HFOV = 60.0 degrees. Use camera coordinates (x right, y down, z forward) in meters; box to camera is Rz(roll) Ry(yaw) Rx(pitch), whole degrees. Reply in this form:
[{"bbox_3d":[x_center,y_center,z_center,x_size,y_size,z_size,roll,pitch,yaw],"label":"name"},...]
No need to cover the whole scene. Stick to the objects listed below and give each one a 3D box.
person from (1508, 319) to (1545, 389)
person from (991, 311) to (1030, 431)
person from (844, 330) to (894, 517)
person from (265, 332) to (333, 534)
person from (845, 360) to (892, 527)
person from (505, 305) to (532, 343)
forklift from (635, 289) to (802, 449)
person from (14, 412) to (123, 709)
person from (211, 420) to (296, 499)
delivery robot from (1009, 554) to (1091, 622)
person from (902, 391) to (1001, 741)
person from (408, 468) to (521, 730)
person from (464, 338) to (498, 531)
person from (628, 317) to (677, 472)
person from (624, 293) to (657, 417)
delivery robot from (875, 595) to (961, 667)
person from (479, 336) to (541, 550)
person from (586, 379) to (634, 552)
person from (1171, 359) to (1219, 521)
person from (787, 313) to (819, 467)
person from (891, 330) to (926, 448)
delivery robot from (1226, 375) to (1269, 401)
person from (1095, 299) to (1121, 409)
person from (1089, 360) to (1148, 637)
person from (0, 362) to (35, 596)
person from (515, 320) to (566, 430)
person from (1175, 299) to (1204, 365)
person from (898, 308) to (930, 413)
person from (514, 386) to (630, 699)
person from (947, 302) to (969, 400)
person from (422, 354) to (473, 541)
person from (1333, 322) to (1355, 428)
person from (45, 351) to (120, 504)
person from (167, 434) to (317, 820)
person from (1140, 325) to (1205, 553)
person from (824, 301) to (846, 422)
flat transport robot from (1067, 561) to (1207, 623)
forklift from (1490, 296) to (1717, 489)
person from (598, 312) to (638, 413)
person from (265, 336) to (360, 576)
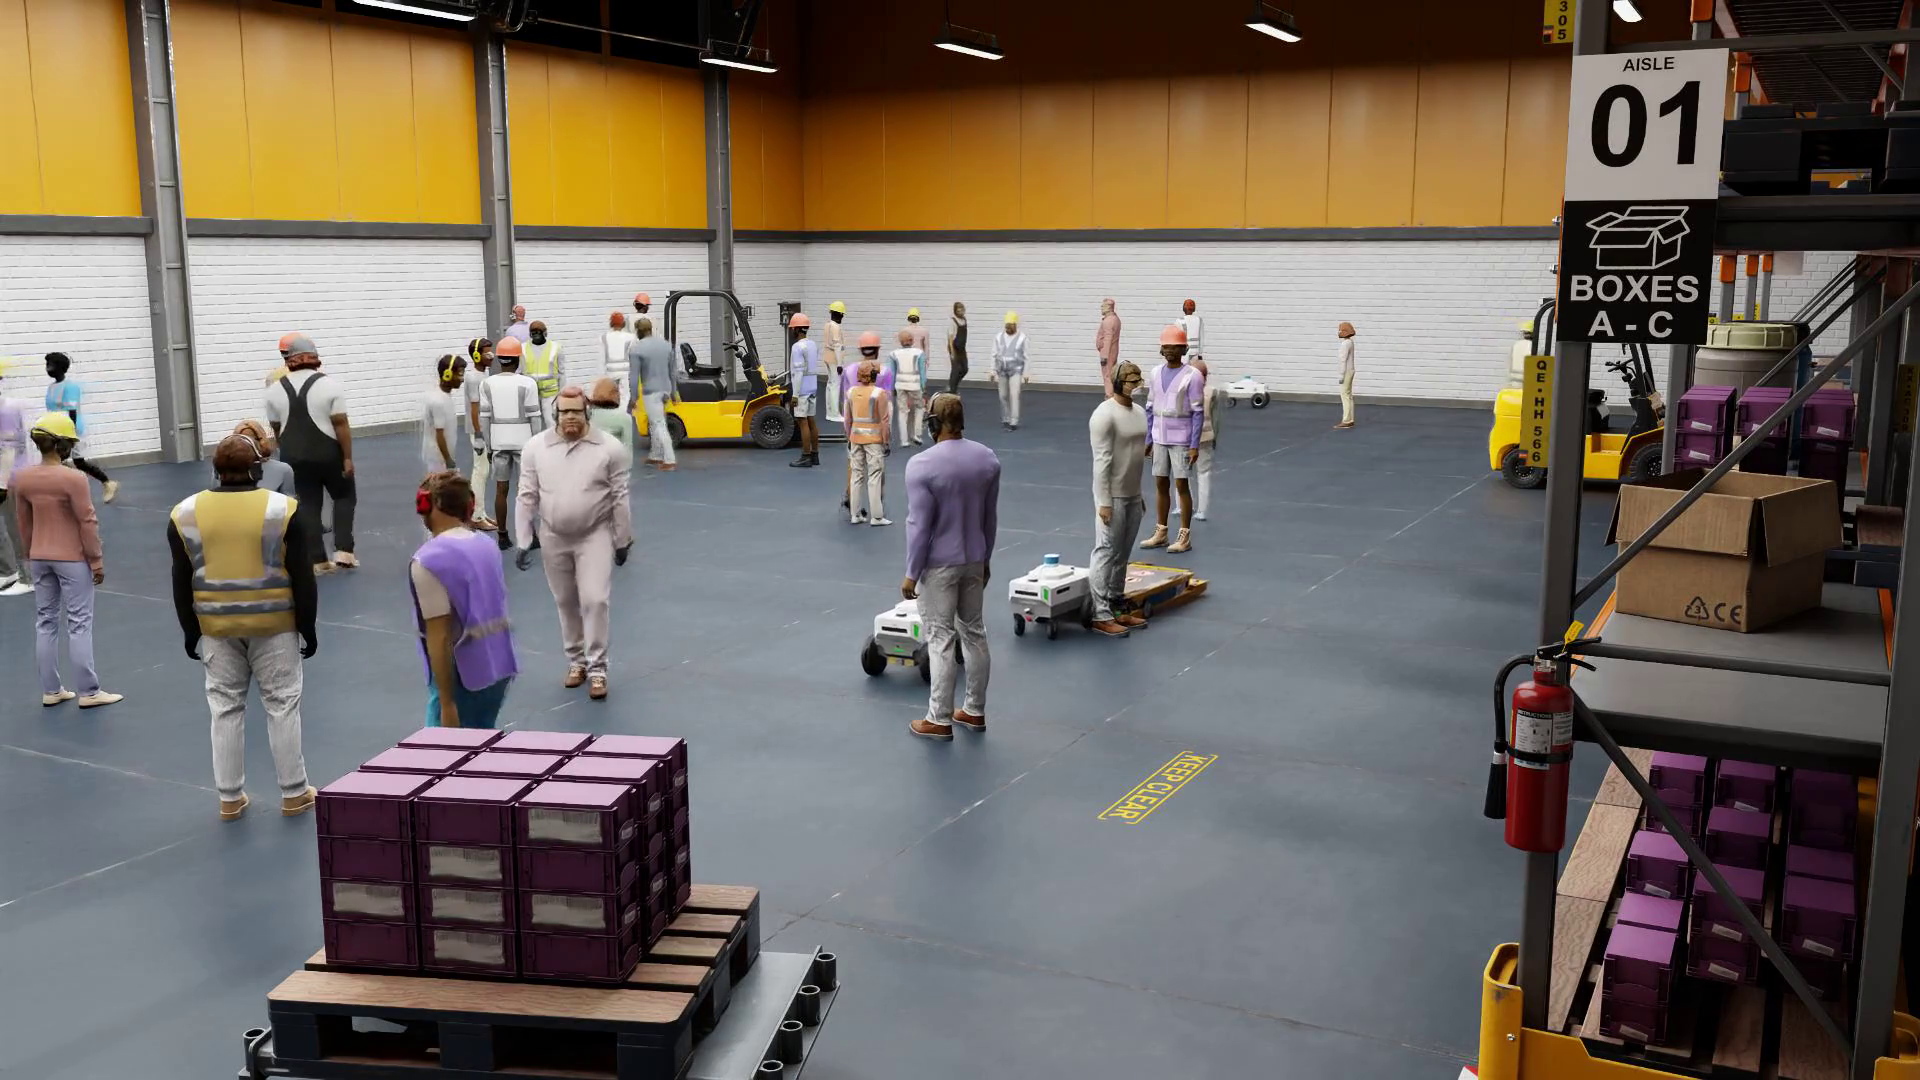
[{"bbox_3d":[7.634,-2.103,22.626,0.843,1.805,0.604,-6,11,-29],"label":"person"},{"bbox_3d":[0.760,-2.566,25.247,0.602,1.832,0.457,4,11,24],"label":"person"},{"bbox_3d":[-0.955,-1.178,16.963,0.546,1.908,0.829,2,10,11],"label":"person"},{"bbox_3d":[-6.323,-1.011,15.875,0.543,1.939,0.371,4,11,22],"label":"person"},{"bbox_3d":[-0.909,-0.953,16.407,0.523,1.638,0.311,7,12,34],"label":"person"},{"bbox_3d":[-6.593,-2.558,24.924,0.409,1.906,0.652,4,11,24],"label":"person"},{"bbox_3d":[-3.358,-2.392,23.136,2.313,2.155,1.214,-1,10,-5],"label":"forklift"},{"bbox_3d":[-5.290,0.124,9.832,0.523,1.761,0.326,3,10,15],"label":"person"},{"bbox_3d":[-4.499,0.044,10.652,0.507,1.633,0.276,-5,11,-26],"label":"person"},{"bbox_3d":[0.643,0.346,11.753,0.477,0.478,0.707,6,12,32],"label":"delivery robot"},{"bbox_3d":[-0.060,0.145,9.202,0.628,1.935,0.373,-8,13,-40],"label":"person"},{"bbox_3d":[-2.056,0.611,6.877,0.442,1.805,0.627,3,10,15],"label":"person"},{"bbox_3d":[-4.637,-1.020,16.147,0.310,1.863,0.533,-1,10,-8],"label":"person"},{"bbox_3d":[-3.802,-1.795,20.526,0.856,1.895,0.637,7,12,34],"label":"person"},{"bbox_3d":[-5.183,-3.006,27.174,0.618,2.037,0.410,4,11,23],"label":"person"},{"bbox_3d":[-0.250,0.531,10.666,0.477,0.478,0.707,5,10,26],"label":"delivery robot"},{"bbox_3d":[-4.040,-0.866,15.042,0.545,1.938,0.357,1,10,4],"label":"person"},{"bbox_3d":[-3.093,-0.611,14.565,0.519,1.587,0.842,0,10,0],"label":"person"},{"bbox_3d":[2.352,-1.015,16.815,0.538,1.619,0.568,-3,10,-16],"label":"person"},{"bbox_3d":[-1.991,-1.879,20.907,0.375,1.935,0.550,4,10,20],"label":"person"},{"bbox_3d":[-0.690,-2.102,23.100,0.540,1.615,0.564,3,10,16],"label":"person"},{"bbox_3d":[5.002,-2.626,28.959,0.707,0.478,0.477,3,10,18],"label":"delivery robot"},{"bbox_3d":[2.528,-3.179,28.525,0.409,1.905,0.651,3,10,18],"label":"person"},{"bbox_3d":[1.135,-0.300,11.764,0.377,1.940,0.628,7,12,33],"label":"person"},{"bbox_3d":[-7.490,-0.489,12.949,0.584,1.907,0.526,8,13,39],"label":"person"},{"bbox_3d":[-5.306,-1.852,21.037,0.634,1.839,0.429,-1,10,-5],"label":"person"},{"bbox_3d":[3.983,-3.251,29.008,0.581,1.882,0.351,-4,11,-24],"label":"person"},{"bbox_3d":[-0.773,-3.001,27.901,0.533,1.768,0.311,-1,10,-8],"label":"person"},{"bbox_3d":[-2.363,0.016,10.086,0.664,1.877,0.784,0,10,-1],"label":"person"},{"bbox_3d":[-0.073,-3.459,30.448,0.576,1.803,0.568,7,12,36],"label":"person"},{"bbox_3d":[-4.352,-0.657,14.120,0.529,1.834,0.550,0,10,-2],"label":"person"},{"bbox_3d":[5.944,-2.539,25.638,0.280,1.624,0.494,4,11,22],"label":"person"},{"bbox_3d":[-9.278,-1.143,17.412,0.527,1.674,0.751,6,12,33],"label":"person"},{"bbox_3d":[-3.374,0.415,7.910,0.633,1.840,0.429,-2,10,-9],"label":"person"},{"bbox_3d":[1.895,-0.904,14.948,0.369,2.044,0.615,-9,13,-43],"label":"person"},{"bbox_3d":[-1.979,-2.840,26.524,0.373,1.920,0.585,-3,10,-19],"label":"person"},{"bbox_3d":[1.283,0.380,12.647,0.652,0.197,1.431,6,12,32],"label":"flat transport robot"},{"bbox_3d":[7.296,-1.677,18.993,2.313,2.155,1.214,5,11,27],"label":"forklift"},{"bbox_3d":[-4.934,-2.369,24.061,0.571,1.842,1.012,1,10,5],"label":"person"},{"bbox_3d":[-5.366,-0.720,13.897,0.743,2.000,0.545,1,10,6],"label":"person"}]
